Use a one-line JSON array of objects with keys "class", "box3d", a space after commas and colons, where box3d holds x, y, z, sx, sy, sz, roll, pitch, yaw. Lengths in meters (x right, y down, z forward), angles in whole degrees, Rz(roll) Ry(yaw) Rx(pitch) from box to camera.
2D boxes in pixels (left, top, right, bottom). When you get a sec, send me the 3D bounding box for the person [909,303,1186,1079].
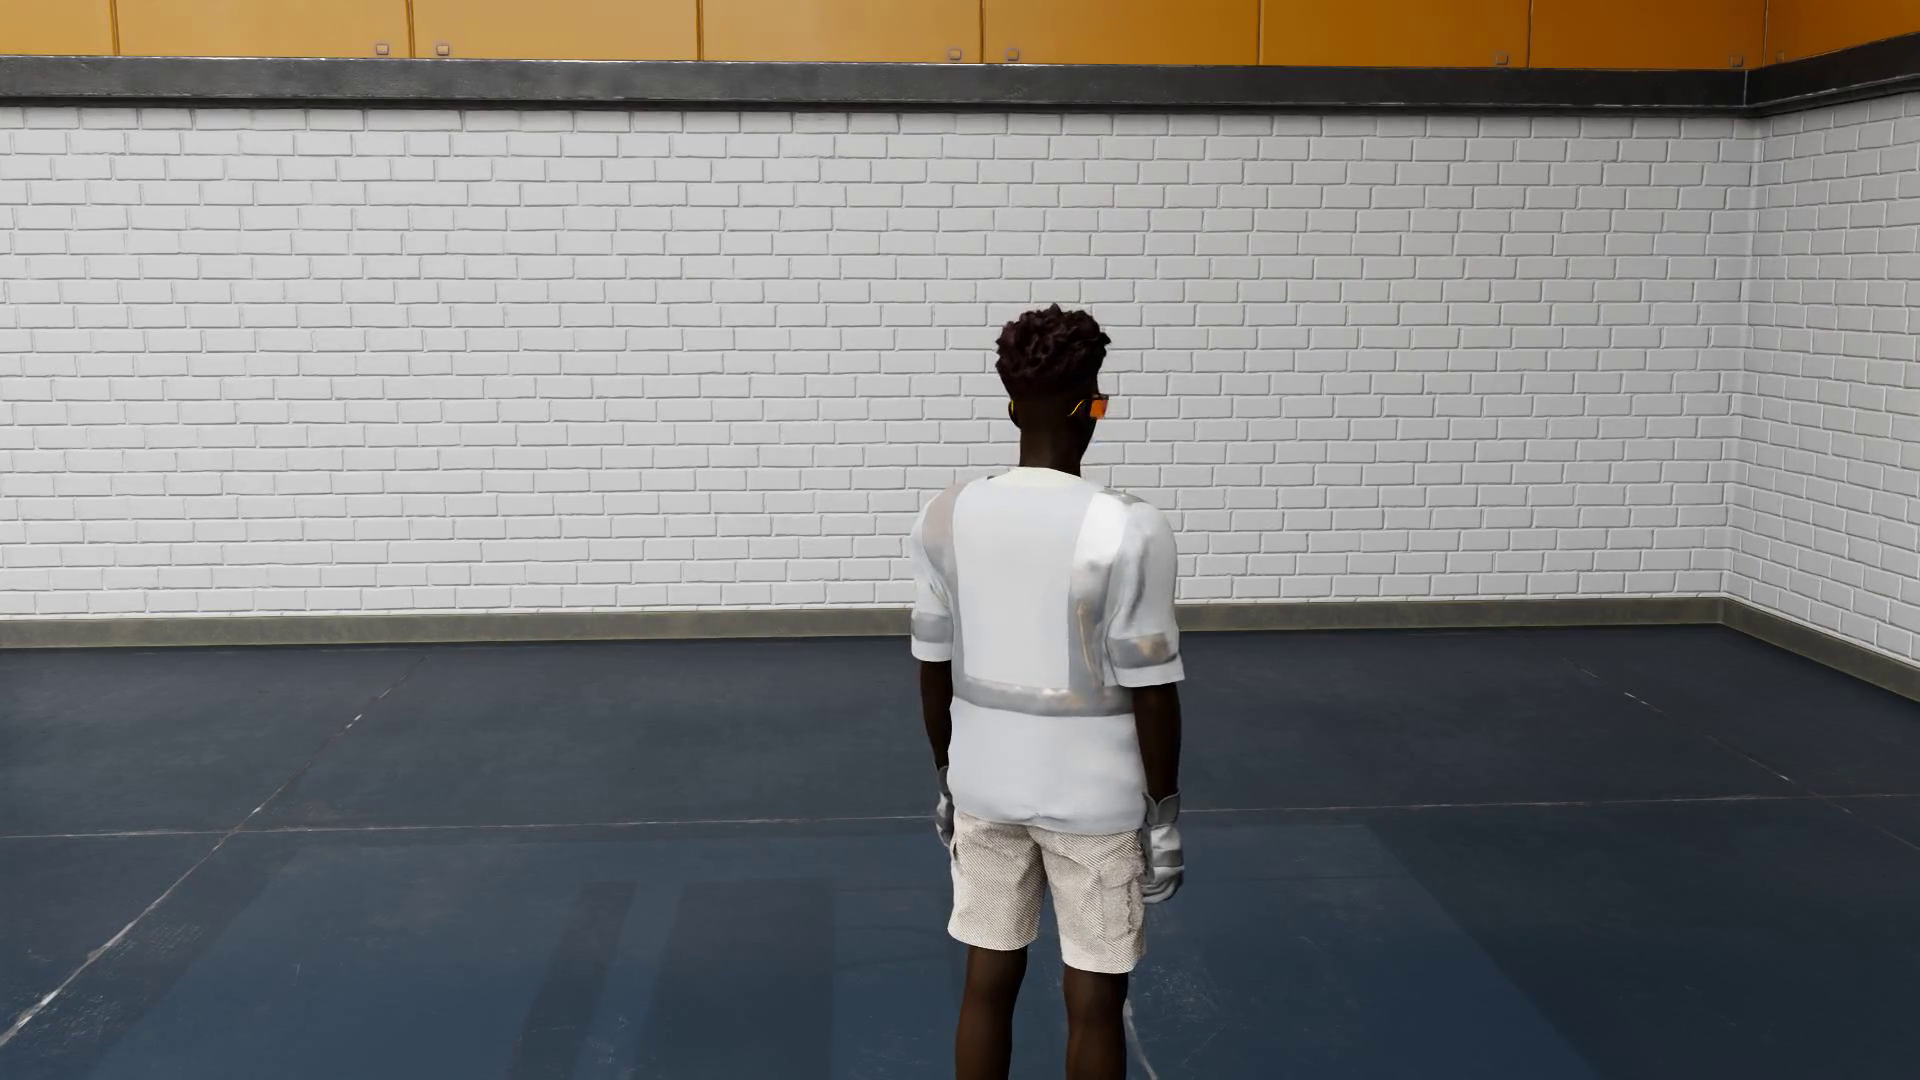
[{"class": "person", "box3d": [0.189, 0.508, 3.399, 0.603, 1.967, 0.368, 6, 11, 31]}]
